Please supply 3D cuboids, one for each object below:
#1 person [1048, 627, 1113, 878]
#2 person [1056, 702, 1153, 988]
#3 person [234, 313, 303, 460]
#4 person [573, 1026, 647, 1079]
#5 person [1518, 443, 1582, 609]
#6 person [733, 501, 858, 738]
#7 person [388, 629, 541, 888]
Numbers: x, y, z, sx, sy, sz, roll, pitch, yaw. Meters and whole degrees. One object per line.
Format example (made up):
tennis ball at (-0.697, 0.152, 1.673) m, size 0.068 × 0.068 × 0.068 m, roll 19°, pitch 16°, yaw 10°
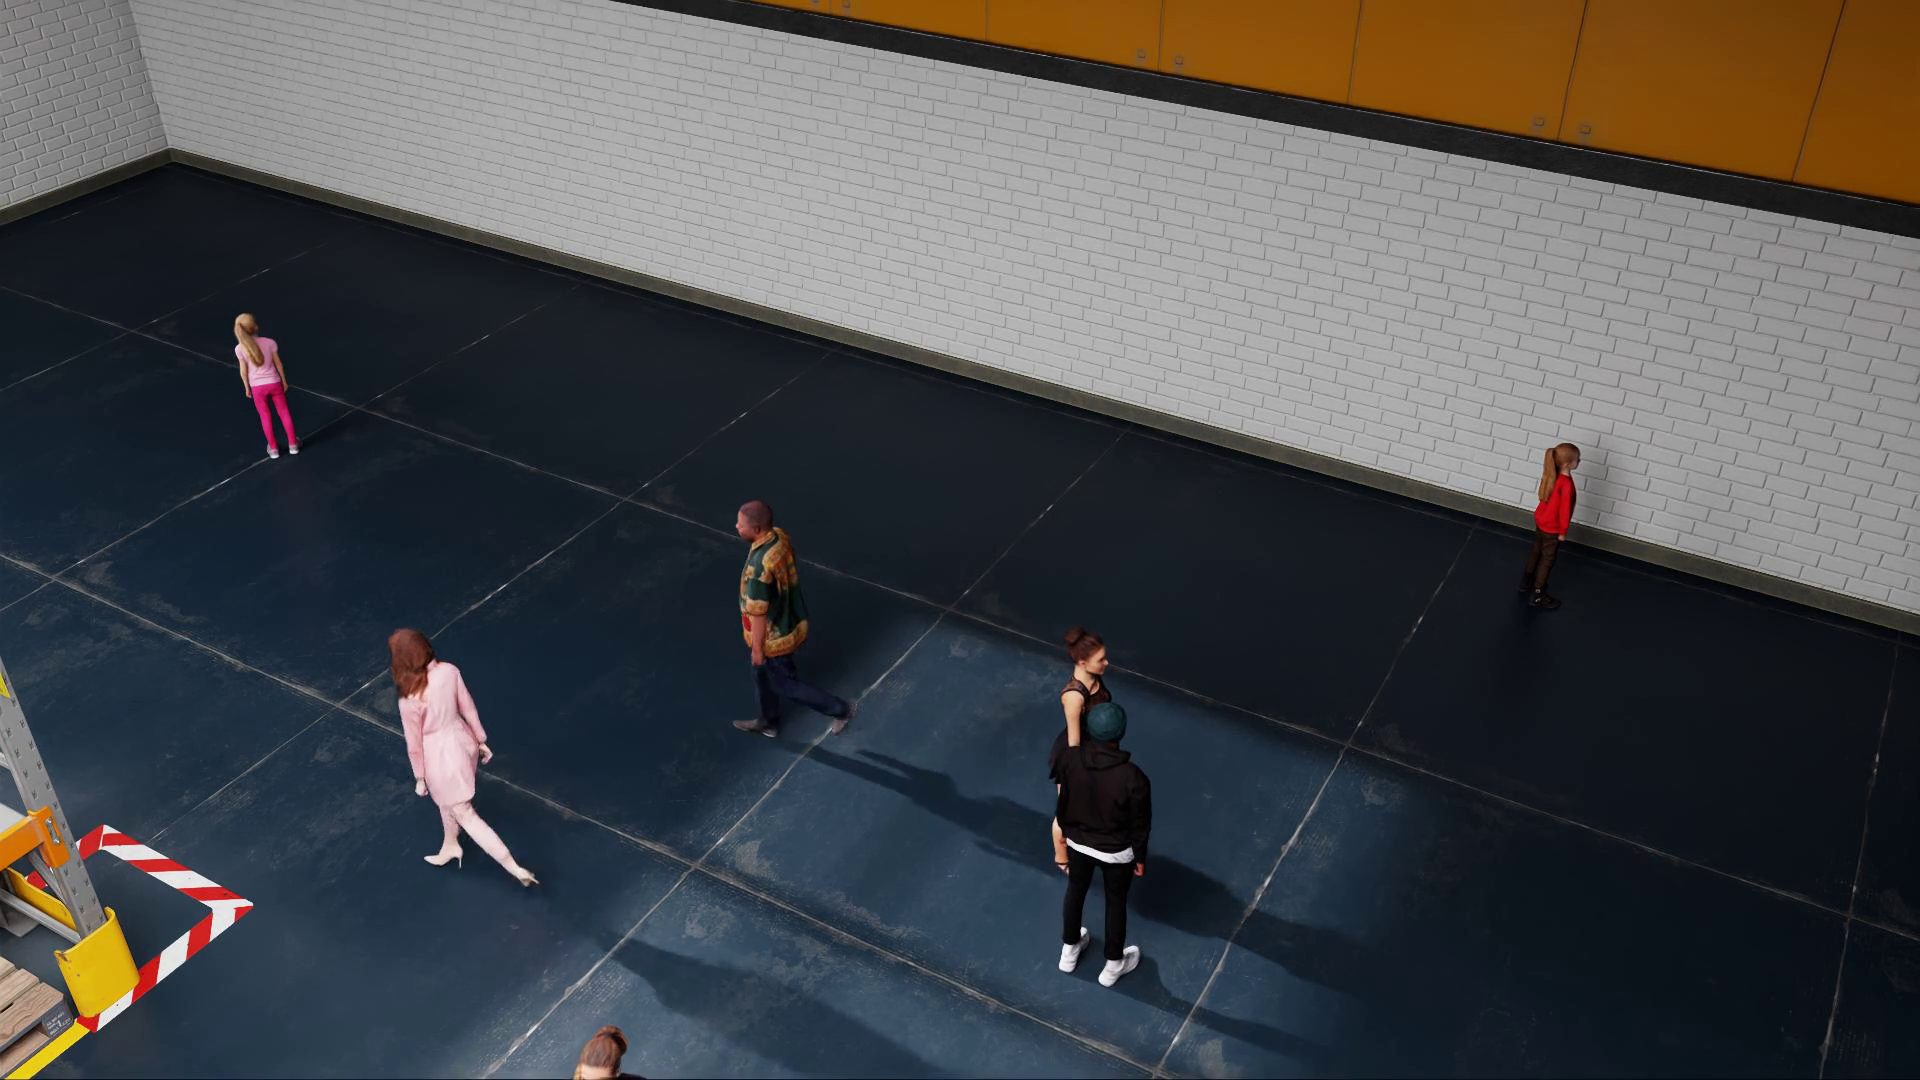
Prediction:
person at (0.687, 1.199, 9.493) m, size 0.671 × 1.677 × 0.536 m, roll 12°, pitch 35°, yaw 17°
person at (0.739, 1.592, 8.776) m, size 0.666 × 1.817 × 0.547 m, roll 17°, pitch 37°, yaw 24°
person at (-5.666, -1.273, 13.578) m, size 0.566 × 1.271 × 0.635 m, roll -13°, pitch 36°, yaw -19°
person at (-1.474, 2.741, 7.126) m, size 0.656 × 1.729 × 0.729 m, roll -12°, pitch 35°, yaw -17°
person at (4.217, -0.127, 11.845) m, size 0.644 × 1.281 × 0.568 m, roll -3°, pitch 34°, yaw -4°
person at (-1.081, 0.548, 10.378) m, size 1.021 × 1.782 × 1.118 m, roll 4°, pitch 34°, yaw 6°
person at (-2.782, 1.280, 9.296) m, size 0.787 × 1.761 × 1.042 m, roll 15°, pitch 37°, yaw 22°
